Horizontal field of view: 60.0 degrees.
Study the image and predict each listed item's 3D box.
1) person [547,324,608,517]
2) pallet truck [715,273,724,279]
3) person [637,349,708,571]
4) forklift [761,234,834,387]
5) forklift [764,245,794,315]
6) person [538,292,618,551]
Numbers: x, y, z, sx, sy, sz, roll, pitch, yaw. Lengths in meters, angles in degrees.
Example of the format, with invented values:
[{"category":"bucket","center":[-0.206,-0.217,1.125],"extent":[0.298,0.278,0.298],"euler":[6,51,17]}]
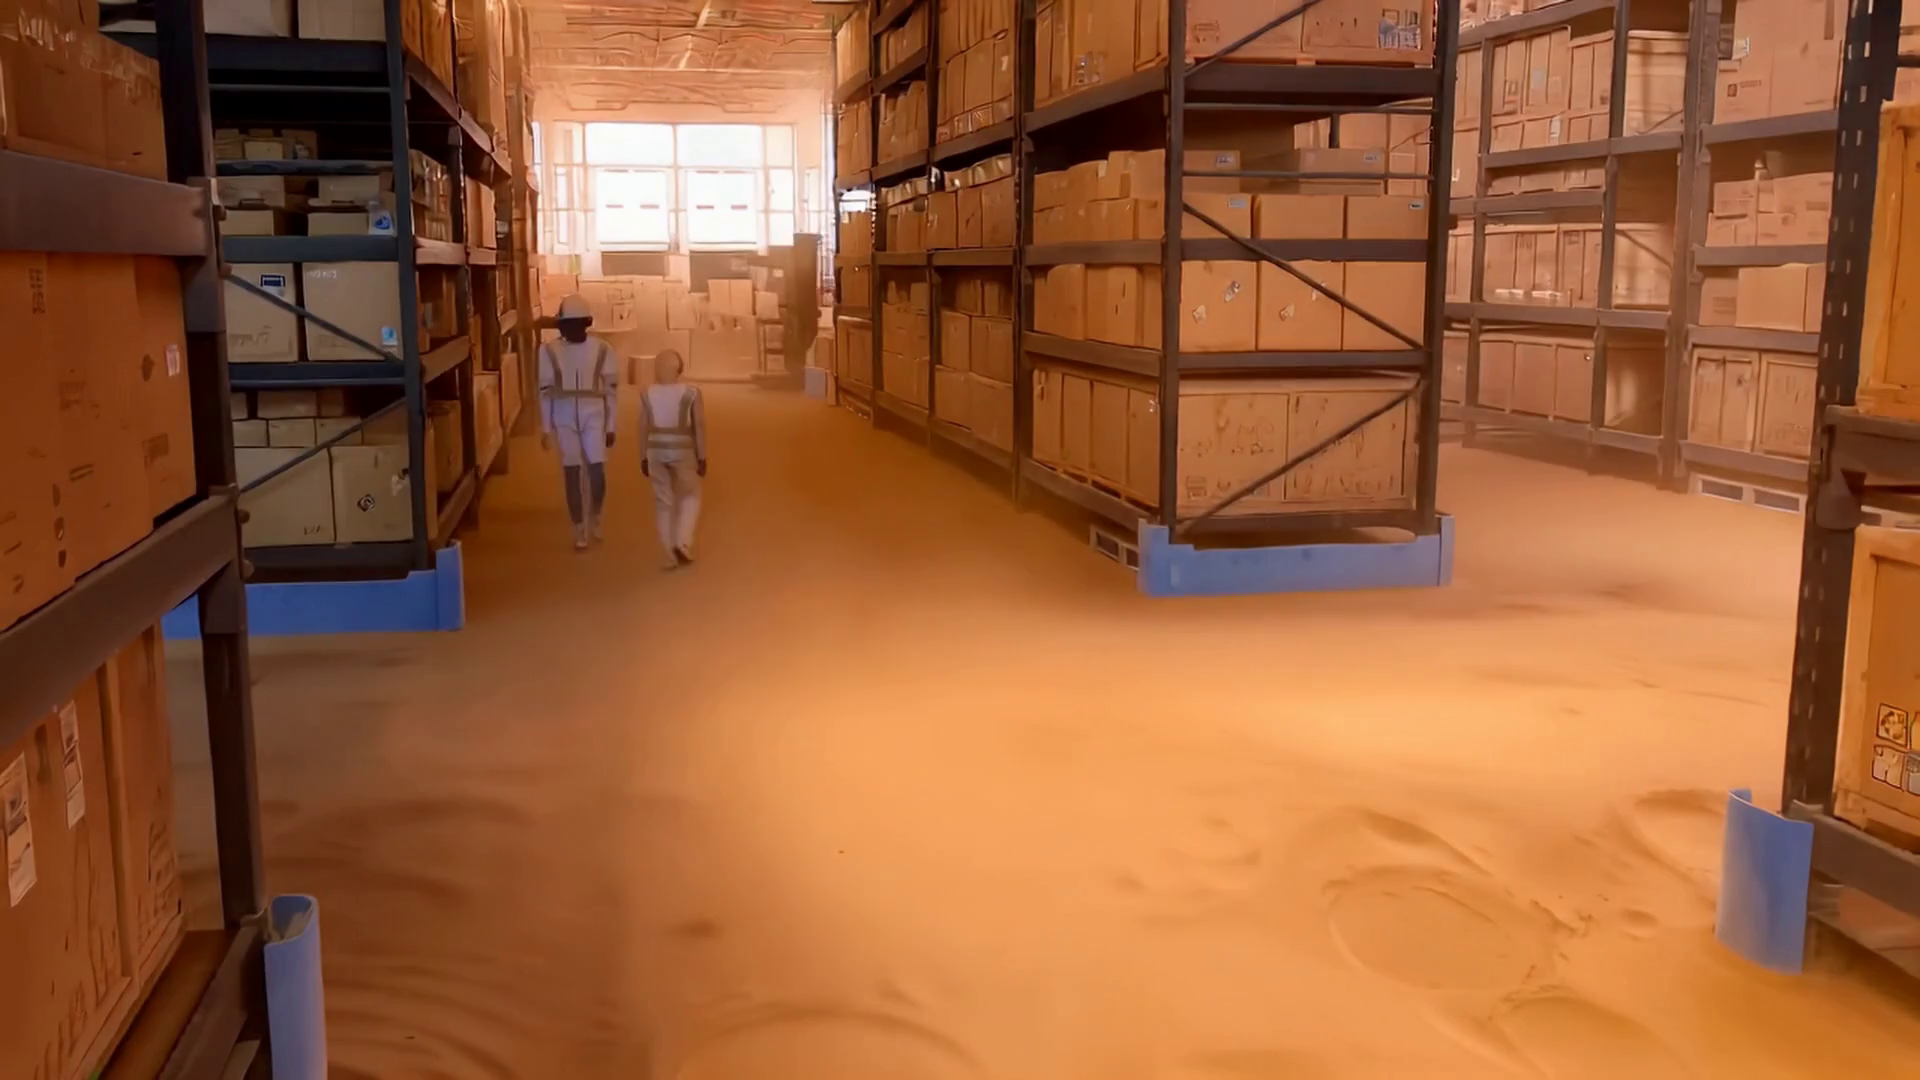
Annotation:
[{"category":"person","center":[-3.419,-1.108,14.804],"extent":[0.627,1.830,0.430],"euler":[-2,10,-14]},{"category":"pallet truck","center":[-8.580,-8.986,62.280],"extent":[1.885,1.965,0.823],"euler":[1,9,5]},{"category":"person","center":[-2.100,-0.582,12.168],"extent":[0.544,1.623,0.375],"euler":[1,9,7]},{"category":"forklift","center":[-2.837,-4.268,30.836],"extent":[1.873,2.768,1.129],"euler":[-2,10,-13]},{"category":"forklift","center":[-4.934,-6.796,46.247],"extent":[1.129,2.768,1.873],"euler":[0,9,3]},{"category":"person","center":[-2.996,-0.927,13.067],"extent":[0.617,2.027,0.466],"euler":[-2,9,-10]}]
